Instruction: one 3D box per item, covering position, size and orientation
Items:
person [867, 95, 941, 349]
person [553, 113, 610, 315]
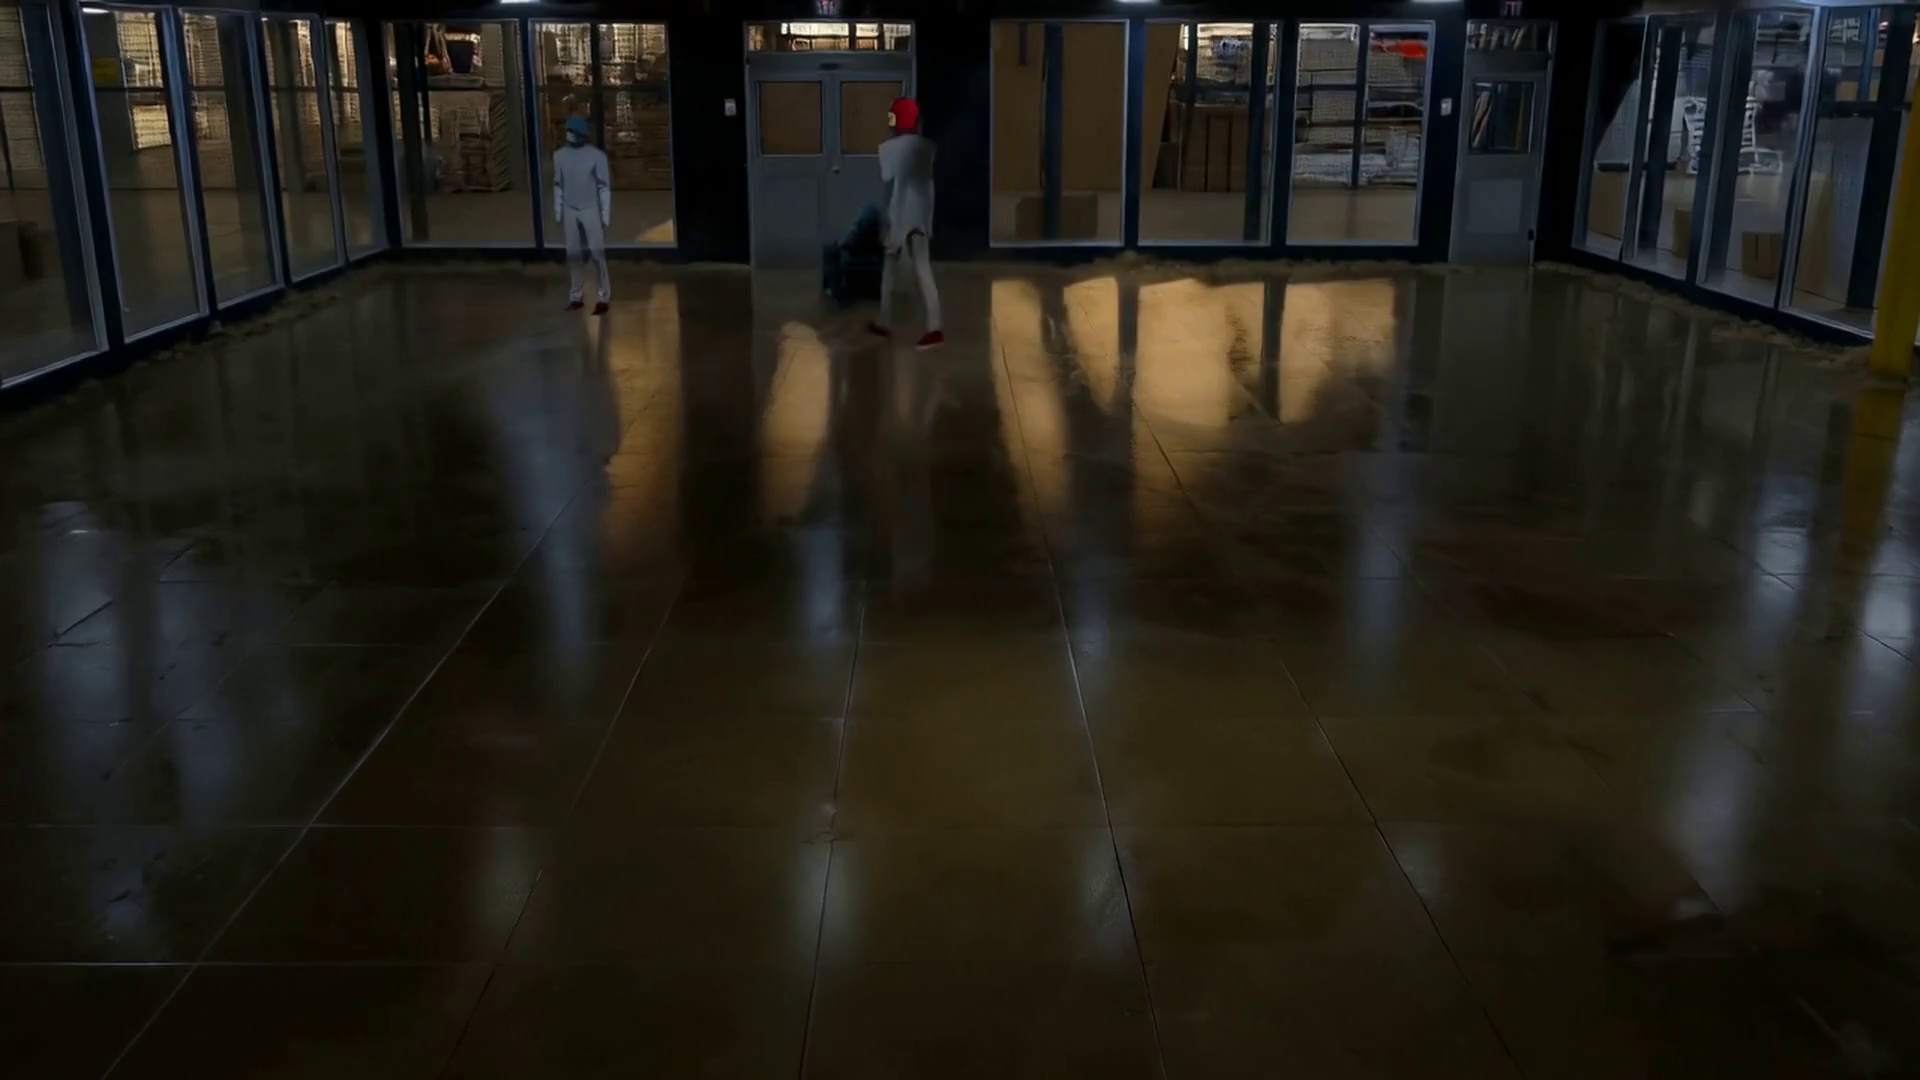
[{"bbox_3d":[-0.376,-2.329,12.206,0.530,1.821,1.008,-9,19,-29],"label":"person"},{"bbox_3d":[-3.097,-2.661,13.633,0.507,1.632,0.268,5,17,18],"label":"person"}]
